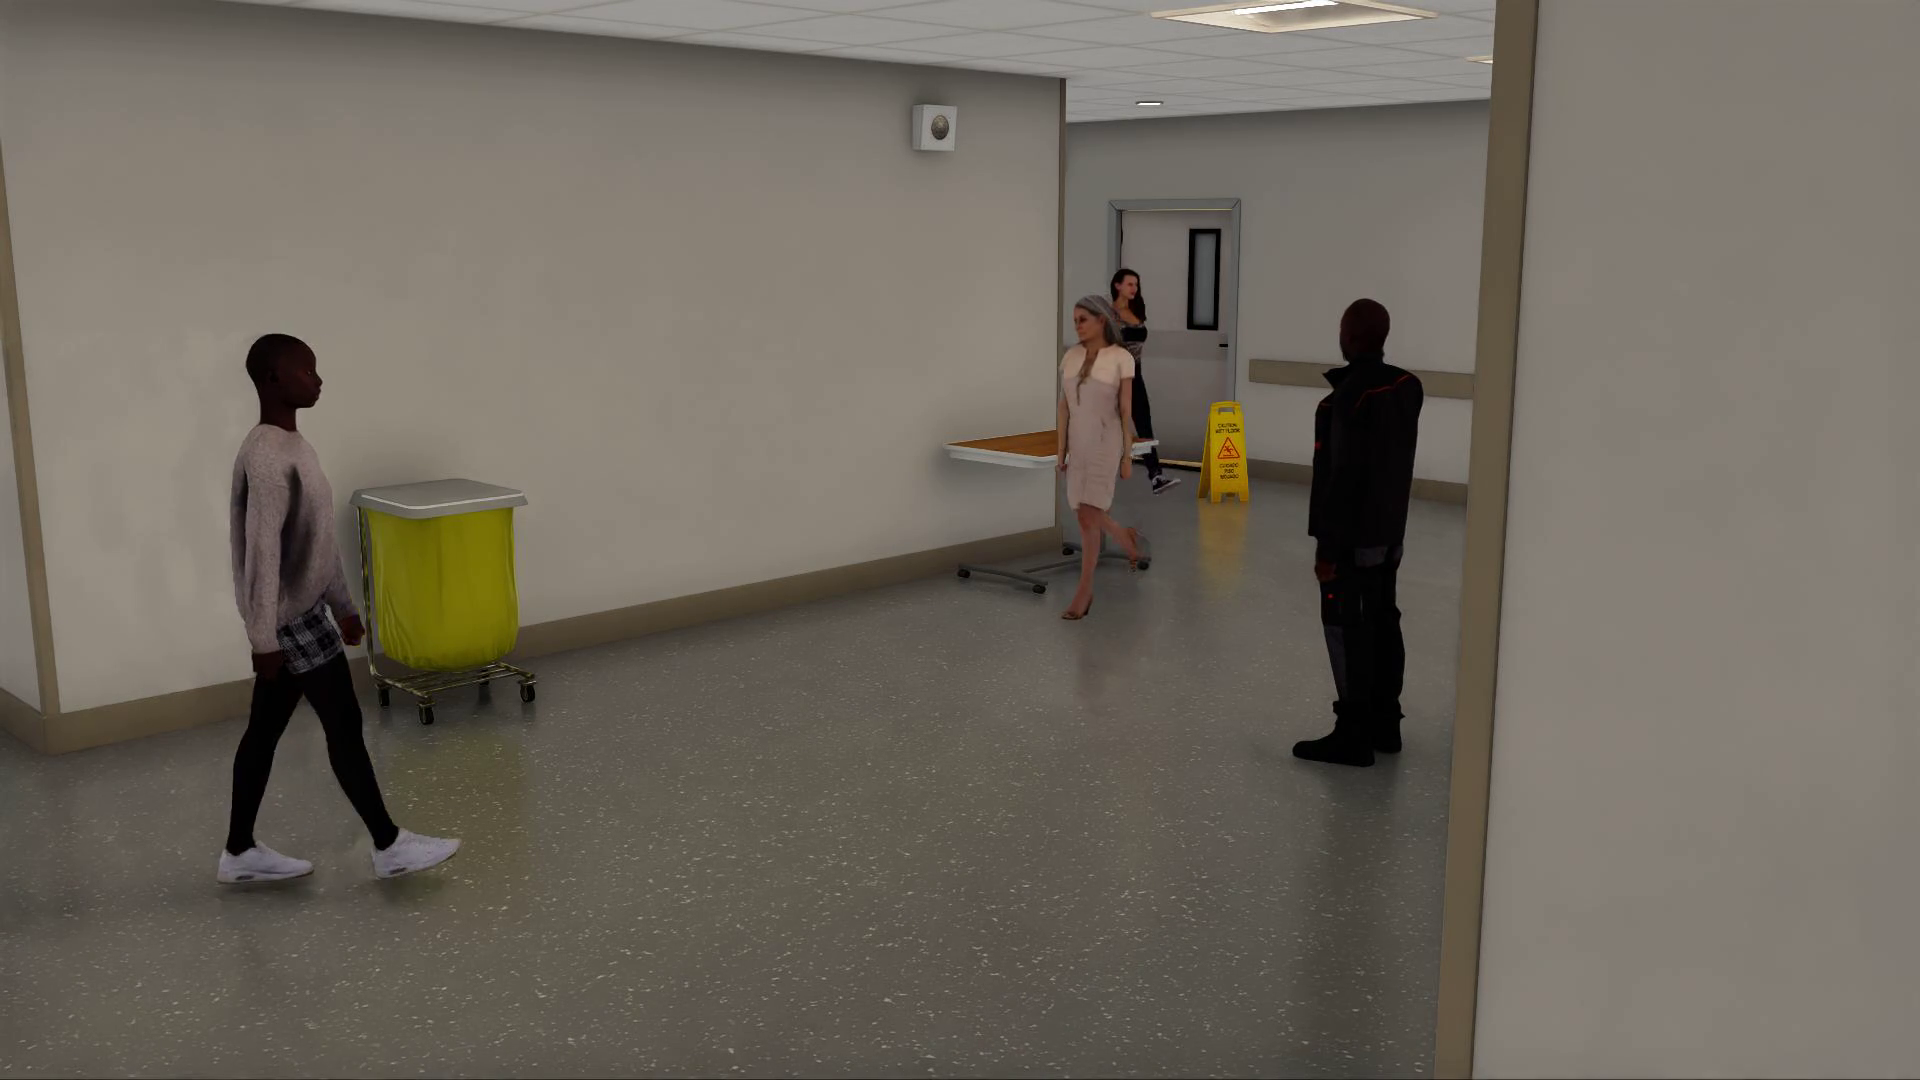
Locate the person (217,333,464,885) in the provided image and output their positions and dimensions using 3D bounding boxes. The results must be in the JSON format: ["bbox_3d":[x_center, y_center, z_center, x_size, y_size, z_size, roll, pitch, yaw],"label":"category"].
[{"bbox_3d":[-2.197,0.257,5.186,1.012,1.746,1.043,-2,11,-13],"label":"person"}]

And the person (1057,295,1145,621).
[{"bbox_3d":[0.771,-0.441,8.960,1.014,1.711,0.753,8,13,35],"label":"person"}]

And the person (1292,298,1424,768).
[{"bbox_3d":[1.588,-0.036,6.521,0.590,1.823,0.704,9,14,41],"label":"person"}]

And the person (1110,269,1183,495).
[{"bbox_3d":[1.173,-1.204,12.926,0.662,1.731,1.089,-10,14,-41],"label":"person"}]
